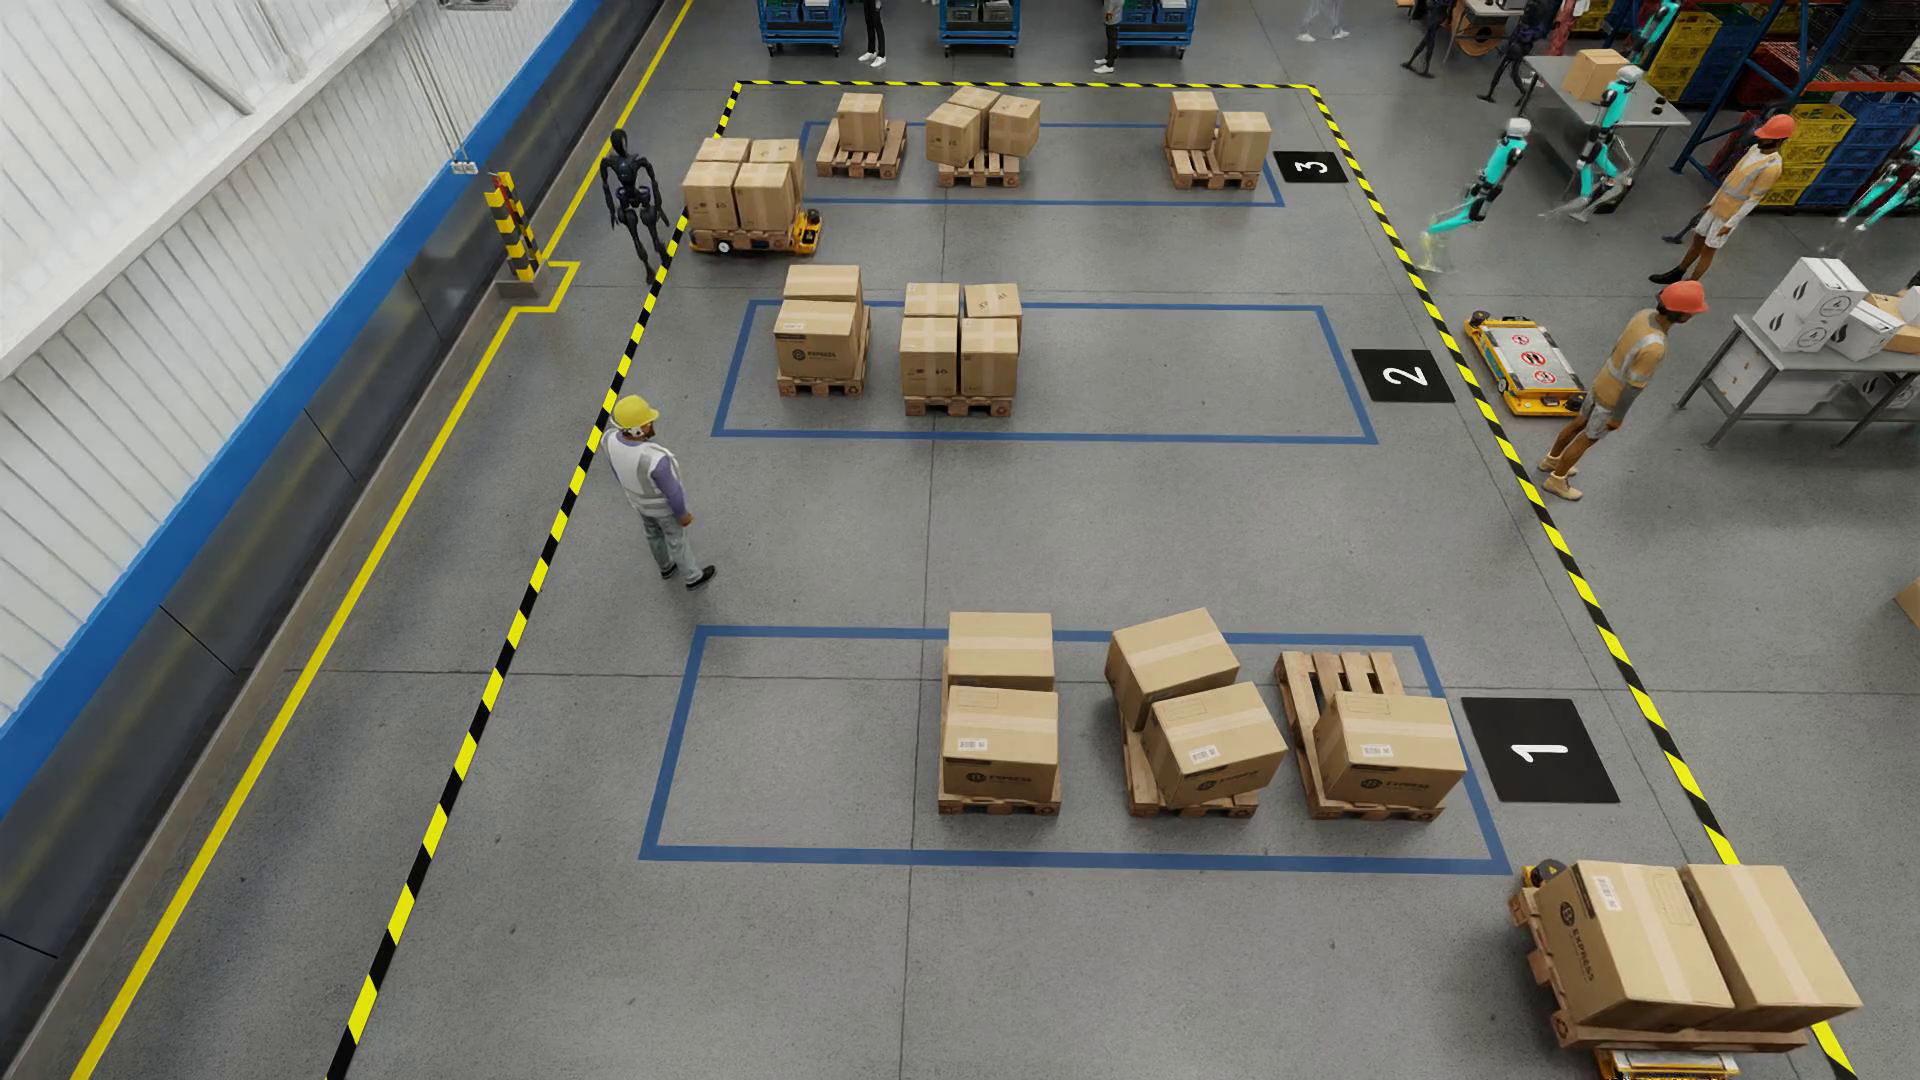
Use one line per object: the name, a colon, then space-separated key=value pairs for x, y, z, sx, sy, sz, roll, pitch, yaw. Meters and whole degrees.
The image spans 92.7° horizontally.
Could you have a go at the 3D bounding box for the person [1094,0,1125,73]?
person: x=2.186 y=-7.727 z=13.174 sx=0.365 sy=1.852 sz=0.590 roll=8 pitch=50 yaw=7

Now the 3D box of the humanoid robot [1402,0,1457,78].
humanoid robot: x=6.929 y=-7.541 z=13.146 sx=0.596 sy=1.633 sz=0.699 roll=-34 pitch=57 yaw=-26

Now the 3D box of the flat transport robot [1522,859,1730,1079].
flat transport robot: x=3.874 y=2.578 z=5.284 sx=0.652 sy=0.197 sz=1.431 roll=1 pitch=49 yaw=1

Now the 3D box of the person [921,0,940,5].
person: x=-0.474 y=-9.798 z=14.955 sx=0.533 sy=1.869 sz=0.315 roll=30 pitch=56 yaw=24

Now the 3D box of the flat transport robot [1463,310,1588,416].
flat transport robot: x=5.573 y=-1.757 z=9.054 sx=0.659 sy=0.231 sz=1.431 roll=1 pitch=49 yaw=1

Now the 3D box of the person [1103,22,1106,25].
person: x=2.592 y=-9.031 z=14.176 sx=0.367 sy=2.047 sz=0.607 roll=-29 pitch=55 yaw=-23

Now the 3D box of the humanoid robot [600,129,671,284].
humanoid robot: x=-3.407 y=-3.522 z=9.648 sx=0.600 sy=1.643 sz=0.448 roll=-6 pitch=49 yaw=-5

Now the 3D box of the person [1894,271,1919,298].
person: x=10.357 y=-3.176 z=9.250 sx=0.332 sy=1.836 sz=0.504 roll=-30 pitch=56 yaw=-24

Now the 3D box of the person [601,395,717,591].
person: x=-2.234 y=-0.322 z=6.781 sx=0.591 sy=1.825 sz=0.404 roll=25 pitch=54 yaw=20

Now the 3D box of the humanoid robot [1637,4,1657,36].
humanoid robot: x=10.061 y=-7.545 z=13.138 sx=0.367 sy=1.642 sz=0.615 roll=0 pitch=49 yaw=0

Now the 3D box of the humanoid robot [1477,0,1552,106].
humanoid robot: x=7.701 y=-6.764 z=12.469 sx=0.585 sy=1.641 sz=0.616 roll=-29 pitch=55 yaw=-23

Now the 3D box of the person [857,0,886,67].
person: x=-1.314 y=-7.926 z=13.331 sx=0.329 sy=1.876 sz=0.509 roll=-33 pitch=57 yaw=-25

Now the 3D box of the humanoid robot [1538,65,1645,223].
humanoid robot: x=7.285 y=-4.335 z=10.326 sx=0.544 sy=1.778 sz=0.895 roll=-32 pitch=56 yaw=-25

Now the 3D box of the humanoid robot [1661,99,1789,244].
humanoid robot: x=8.586 y=-4.044 z=10.135 sx=0.783 sy=1.626 sz=0.610 roll=1 pitch=49 yaw=0

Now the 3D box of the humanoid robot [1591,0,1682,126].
humanoid robot: x=8.715 y=-6.374 z=12.061 sx=0.534 sy=1.760 sz=0.685 roll=-37 pitch=58 yaw=-27

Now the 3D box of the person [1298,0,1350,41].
person: x=5.766 y=-8.517 z=13.956 sx=0.800 sy=1.702 sz=0.516 roll=13 pitch=50 yaw=11

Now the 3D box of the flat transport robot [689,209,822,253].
flat transport robot: x=-2.369 y=-3.608 z=10.638 sx=1.431 sy=0.197 sz=0.652 roll=2 pitch=49 yaw=1

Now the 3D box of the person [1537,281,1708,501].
person: x=5.299 y=-1.187 z=7.386 sx=0.365 sy=2.048 sz=0.607 roll=14 pitch=51 yaw=12

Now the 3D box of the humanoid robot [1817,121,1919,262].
humanoid robot: x=10.000 y=-3.805 z=9.866 sx=0.672 sy=1.808 sz=0.547 roll=-15 pitch=51 yaw=-13

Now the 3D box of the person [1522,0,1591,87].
person: x=8.540 y=-7.383 z=12.847 sx=0.588 sy=1.898 sz=0.398 roll=-36 pitch=58 yaw=-27

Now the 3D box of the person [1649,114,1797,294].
person: x=7.796 y=-3.368 z=9.347 sx=0.357 sy=1.935 sz=0.542 roll=7 pitch=49 yaw=6

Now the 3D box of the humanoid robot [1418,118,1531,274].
humanoid robot: x=5.264 y=-3.521 z=9.628 sx=0.835 sy=1.794 sz=0.535 roll=9 pitch=50 yaw=8
